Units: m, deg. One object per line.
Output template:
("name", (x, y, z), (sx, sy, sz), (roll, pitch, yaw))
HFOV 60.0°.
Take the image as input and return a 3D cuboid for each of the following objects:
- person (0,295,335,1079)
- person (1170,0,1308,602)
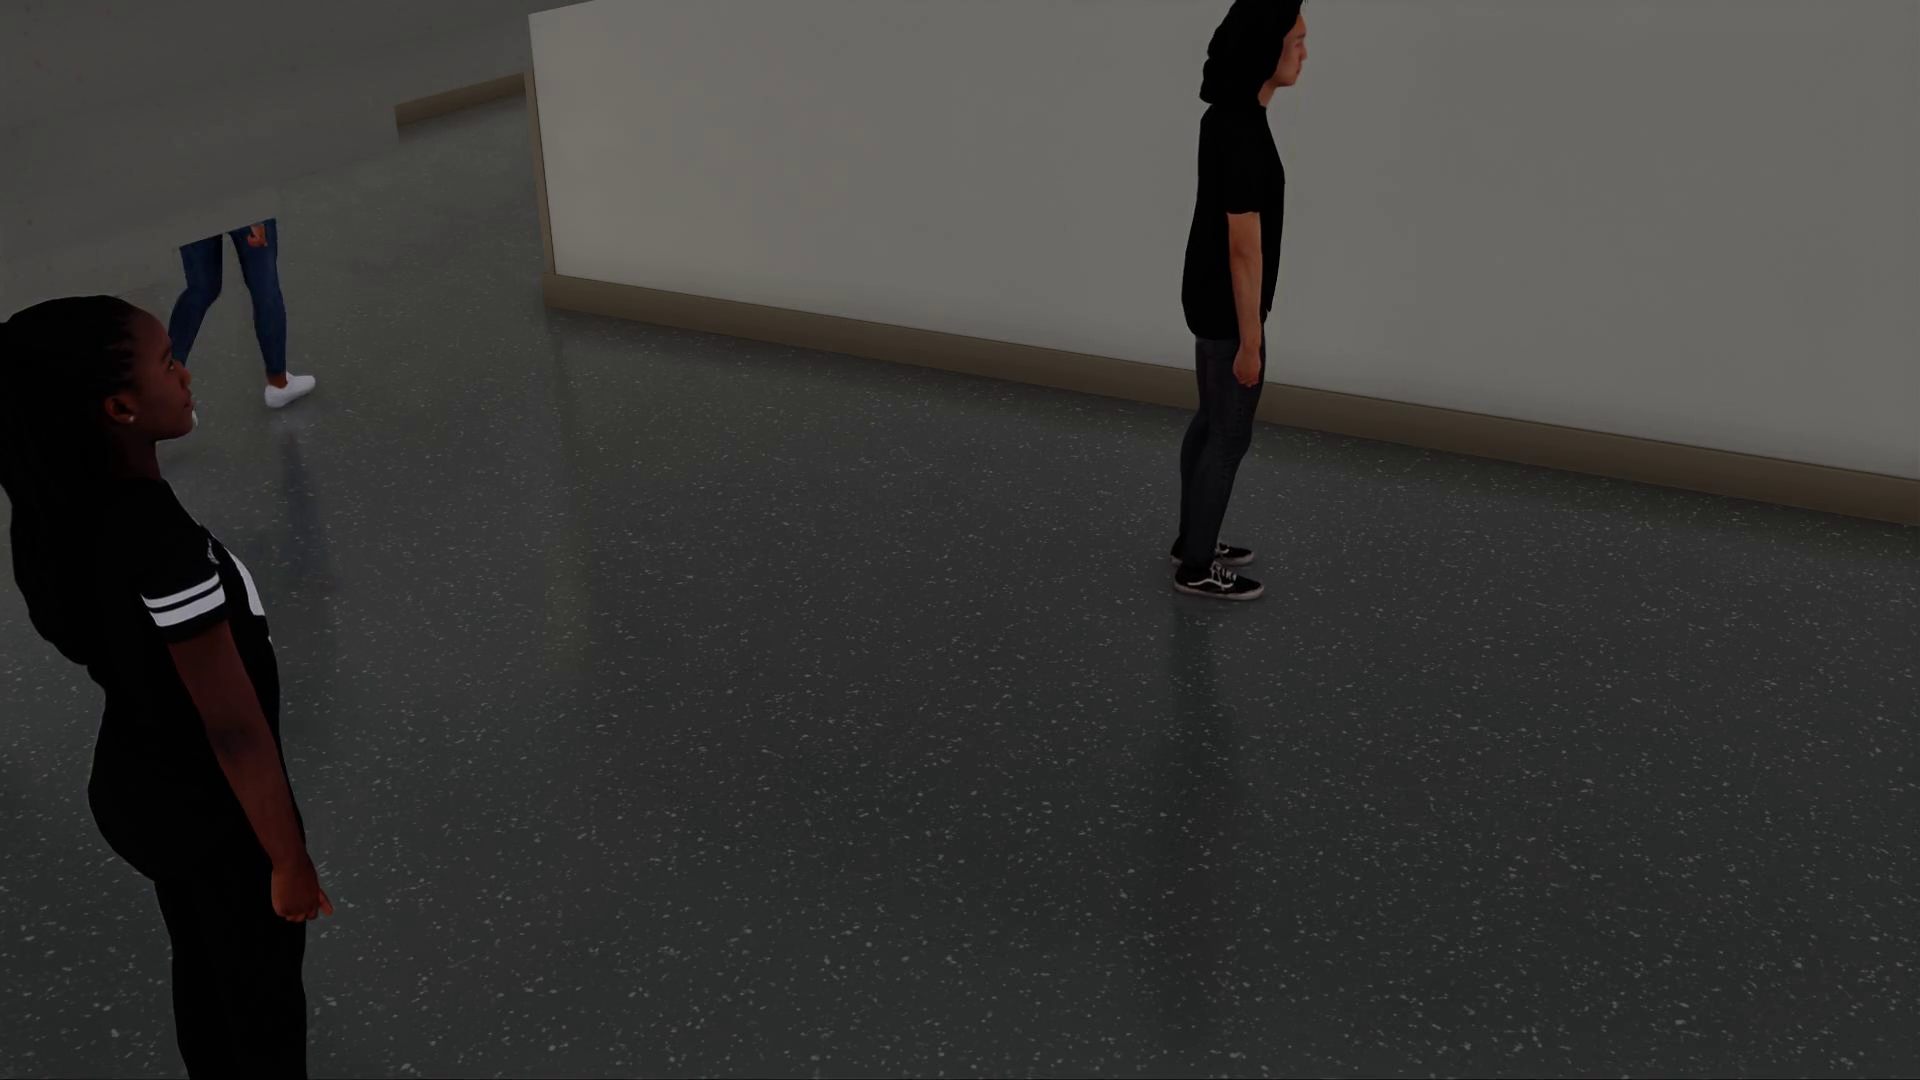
("person", (-1.213, 0.438, 2.686), (0.618, 1.728, 0.743), (22, 33, 38))
("person", (0.786, -0.664, 4.942), (0.686, 1.739, 0.706), (-1, 26, -1))
